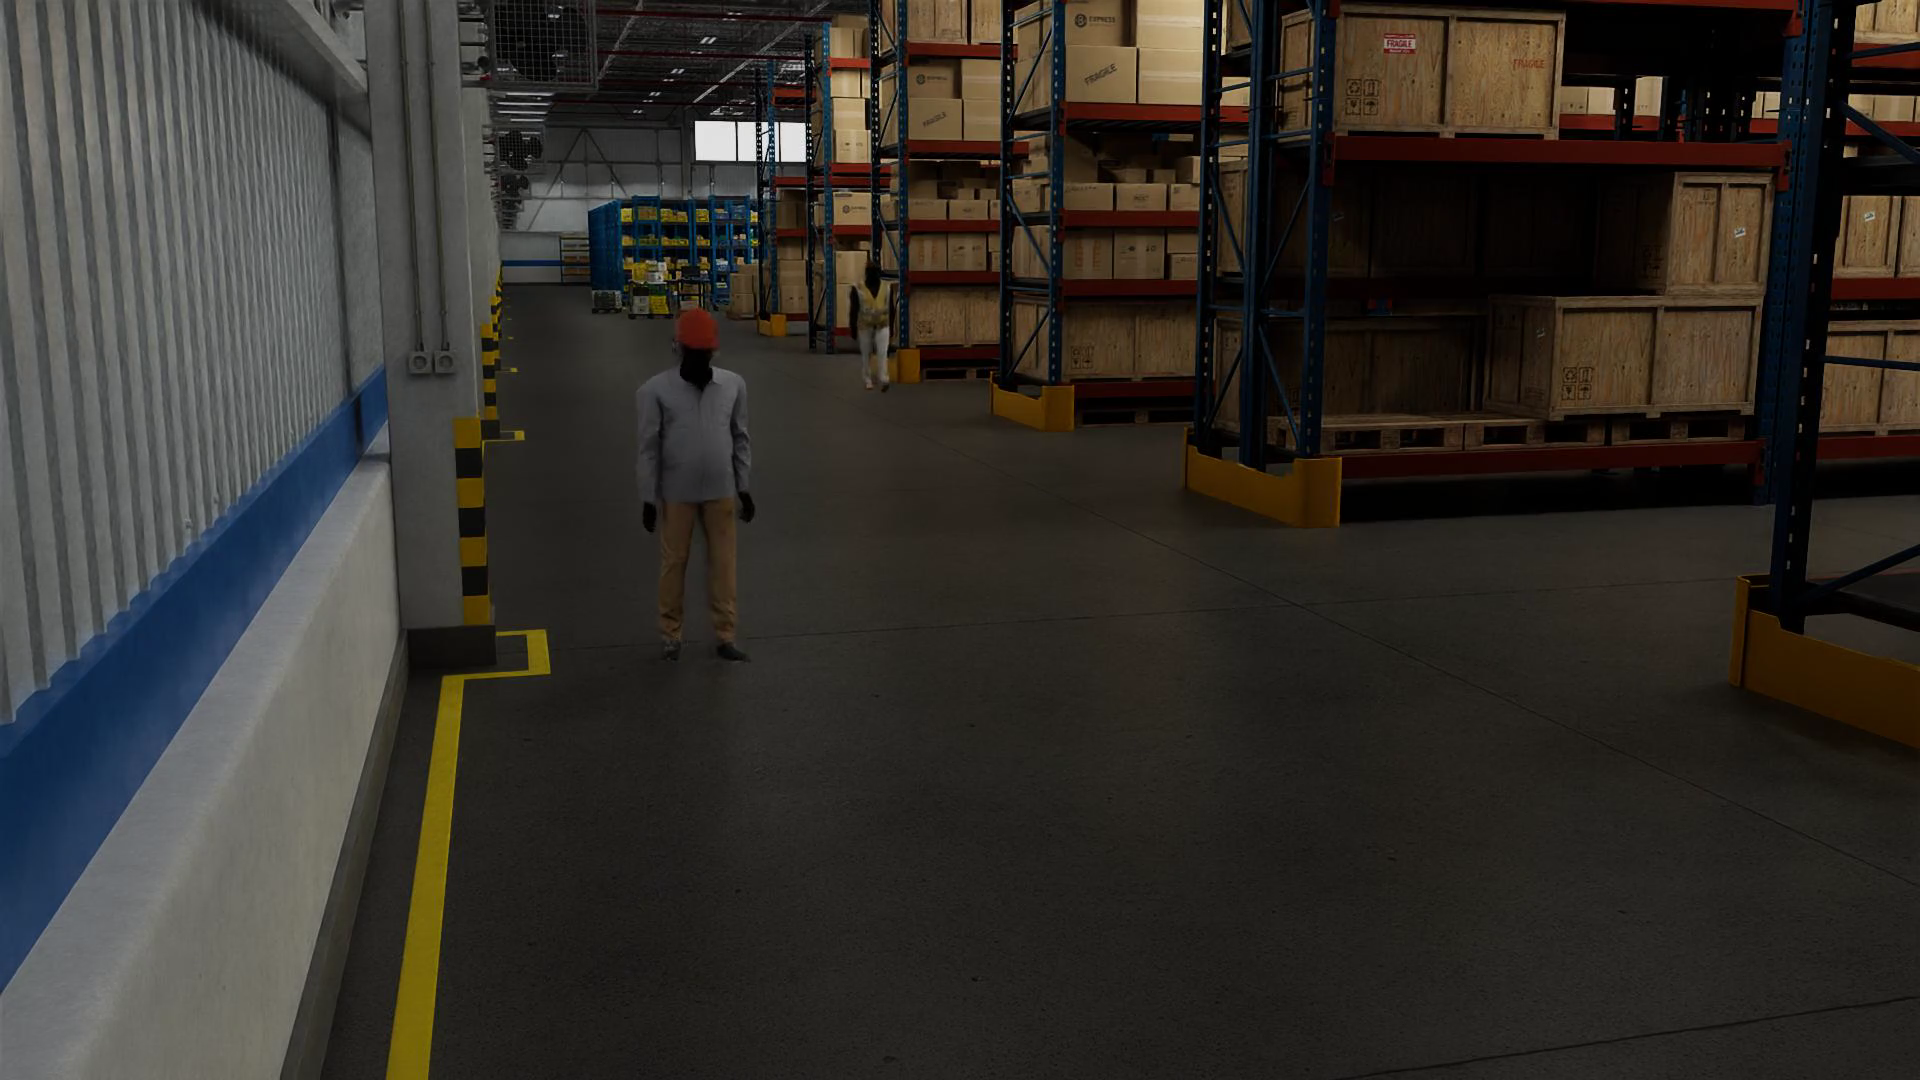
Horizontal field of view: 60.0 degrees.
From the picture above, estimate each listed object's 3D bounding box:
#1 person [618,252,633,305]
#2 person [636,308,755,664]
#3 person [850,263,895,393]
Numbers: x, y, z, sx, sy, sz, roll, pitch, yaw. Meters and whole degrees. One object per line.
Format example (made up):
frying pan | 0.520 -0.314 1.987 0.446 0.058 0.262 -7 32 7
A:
person | -11.547 -9.042 57.502 0.570 1.843 0.373 -7 12 -35
person | -1.256 -0.241 8.040 0.592 1.723 0.599 -5 11 -27
person | -1.214 -2.952 23.173 0.653 1.786 0.982 -2 10 -12
